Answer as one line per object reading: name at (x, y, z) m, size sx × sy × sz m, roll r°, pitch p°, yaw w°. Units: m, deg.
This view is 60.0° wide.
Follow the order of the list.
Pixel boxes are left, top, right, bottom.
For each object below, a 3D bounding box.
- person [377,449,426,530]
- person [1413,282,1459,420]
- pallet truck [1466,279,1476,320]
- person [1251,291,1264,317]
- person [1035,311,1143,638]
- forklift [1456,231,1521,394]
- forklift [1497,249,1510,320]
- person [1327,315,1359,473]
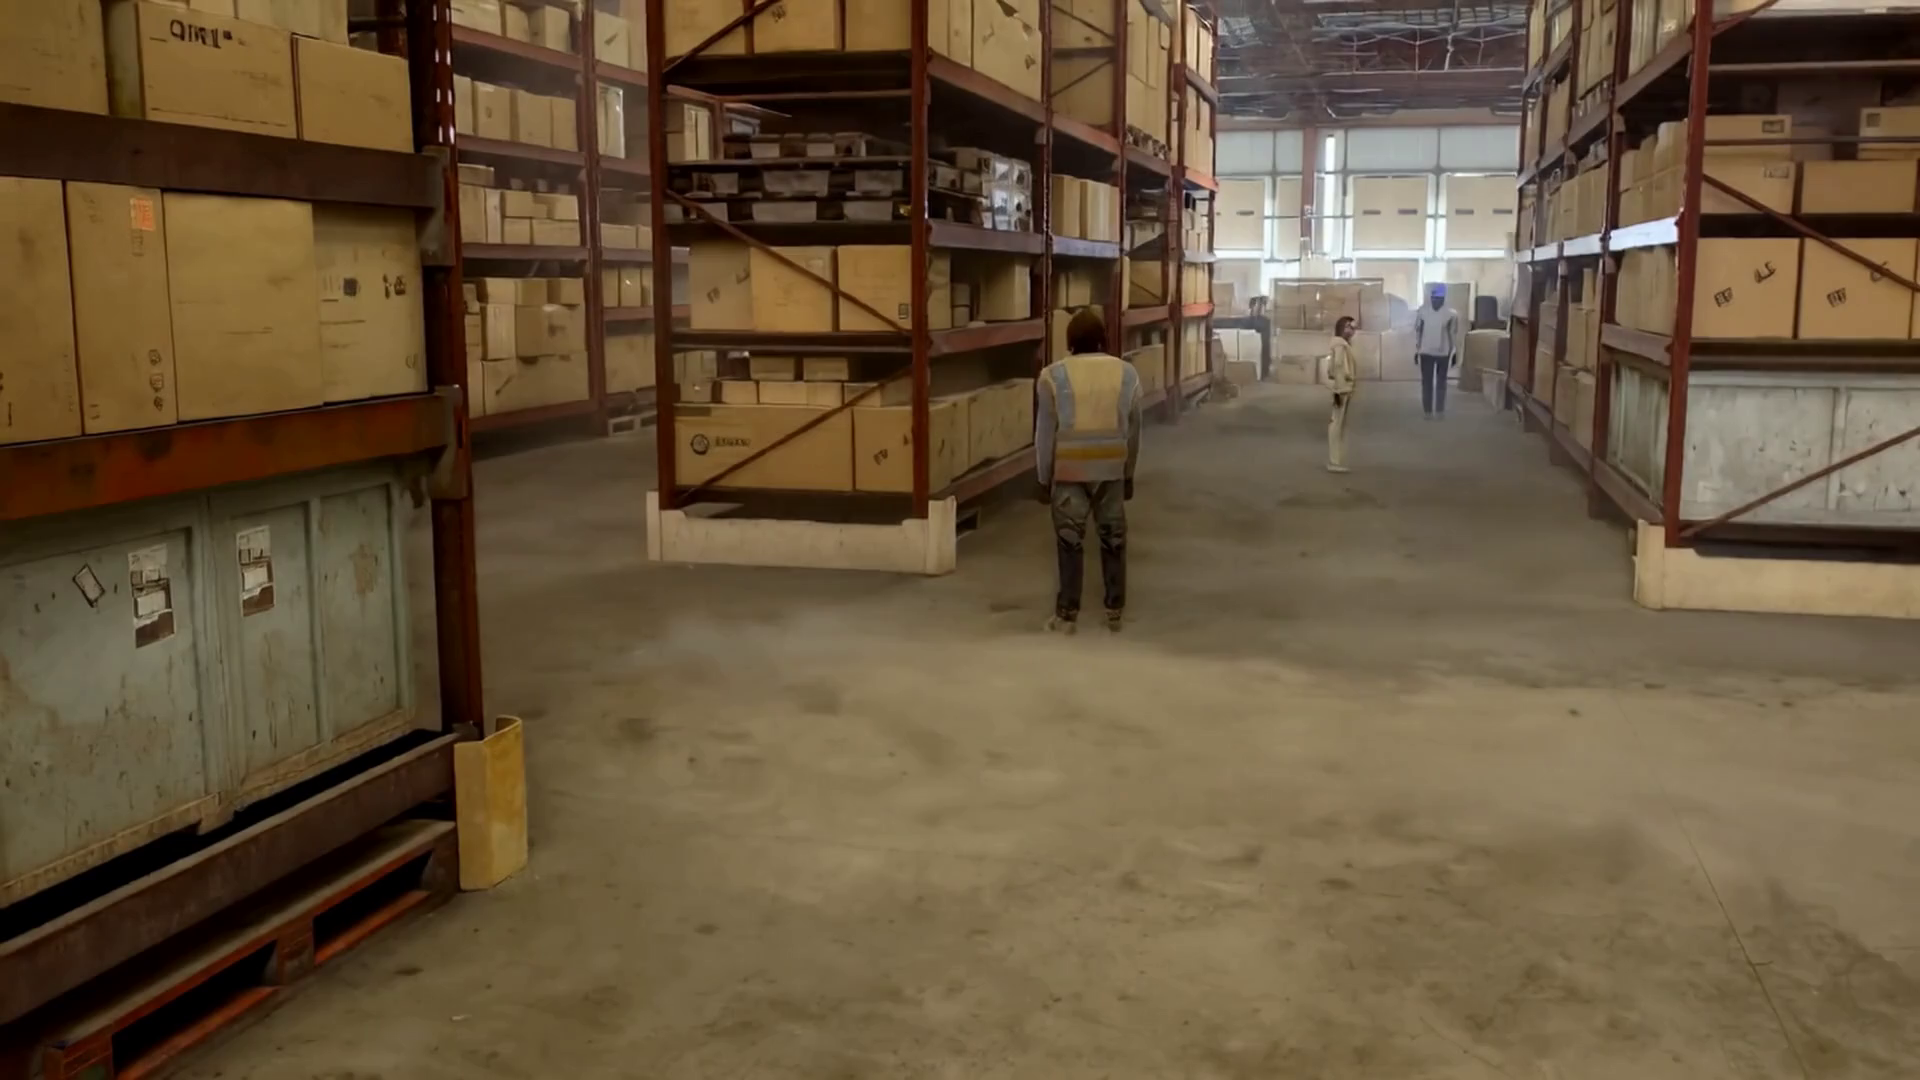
person at (-4.479, -1.019, 13.074) m, size 0.704 × 2.006 × 0.659 m, roll -6°, pitch 11°, yaw -35°
person at (6.842, -2.718, 23.928) m, size 0.628 × 1.977 × 0.675 m, roll 3°, pitch 9°, yaw 19°
pallet truck at (18.896, -8.459, 60.307) m, size 1.885 × 1.965 × 0.823 m, roll 5°, pitch 10°, yaw 31°
person at (10.199, -7.743, 57.054) m, size 0.881 × 1.570 × 0.521 m, roll 0°, pitch 9°, yaw 0°
person at (0.712, -0.364, 9.396) m, size 0.619 × 1.838 × 0.430 m, roll -2°, pitch 9°, yaw -14°
forklift at (9.710, -3.960, 28.932) m, size 1.873 × 2.768 × 1.129 m, roll 1°, pitch 9°, yaw 9°
forklift at (15.721, -6.740, 46.596) m, size 1.129 × 2.768 × 1.873 m, roll 1°, pitch 9°, yaw 8°
person at (4.002, -1.531, 17.439) m, size 0.314 × 1.637 × 0.514 m, roll 3°, pitch 9°, yaw 17°
